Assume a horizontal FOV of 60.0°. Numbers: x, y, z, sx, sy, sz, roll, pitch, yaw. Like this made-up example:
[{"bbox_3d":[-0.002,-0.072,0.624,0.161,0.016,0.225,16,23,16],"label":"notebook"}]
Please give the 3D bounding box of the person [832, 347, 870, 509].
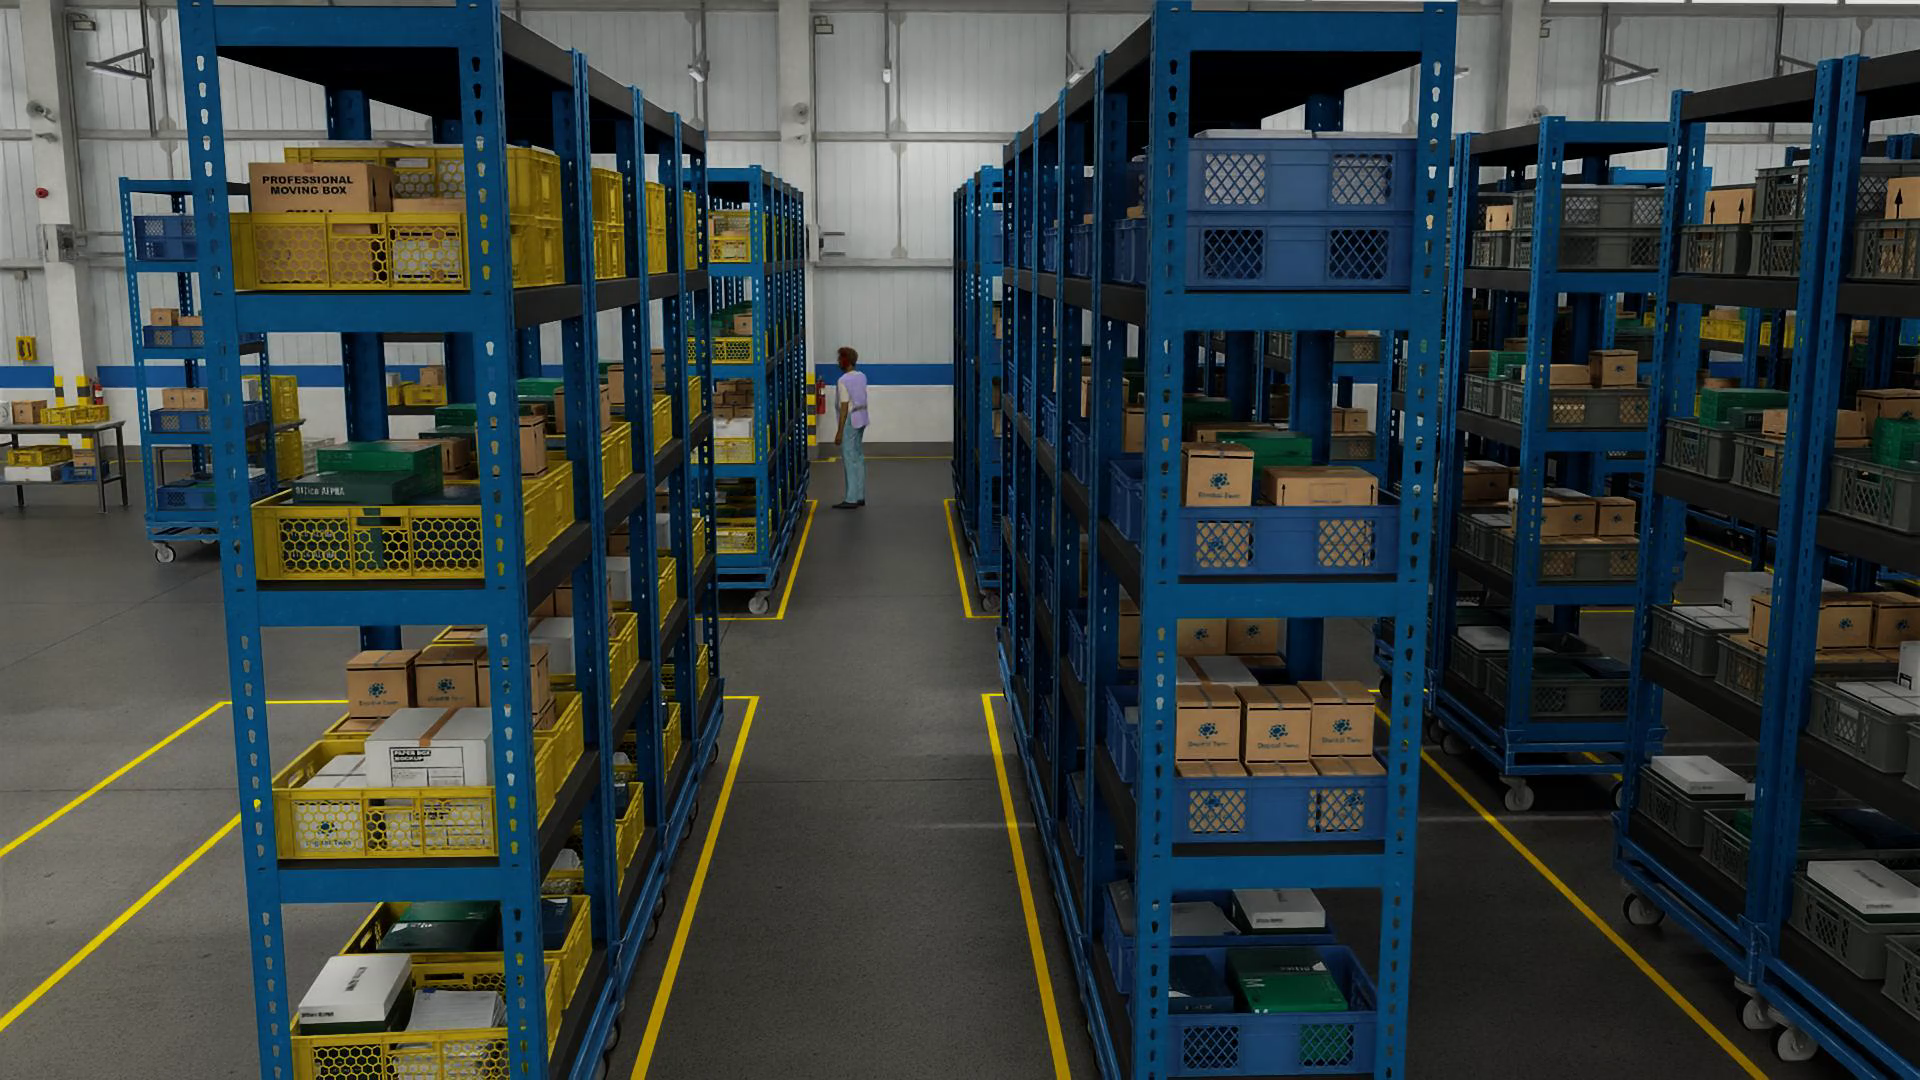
[{"bbox_3d":[-1.241,-1.277,18.997,0.389,1.850,0.567,4,11,21],"label":"person"}]
